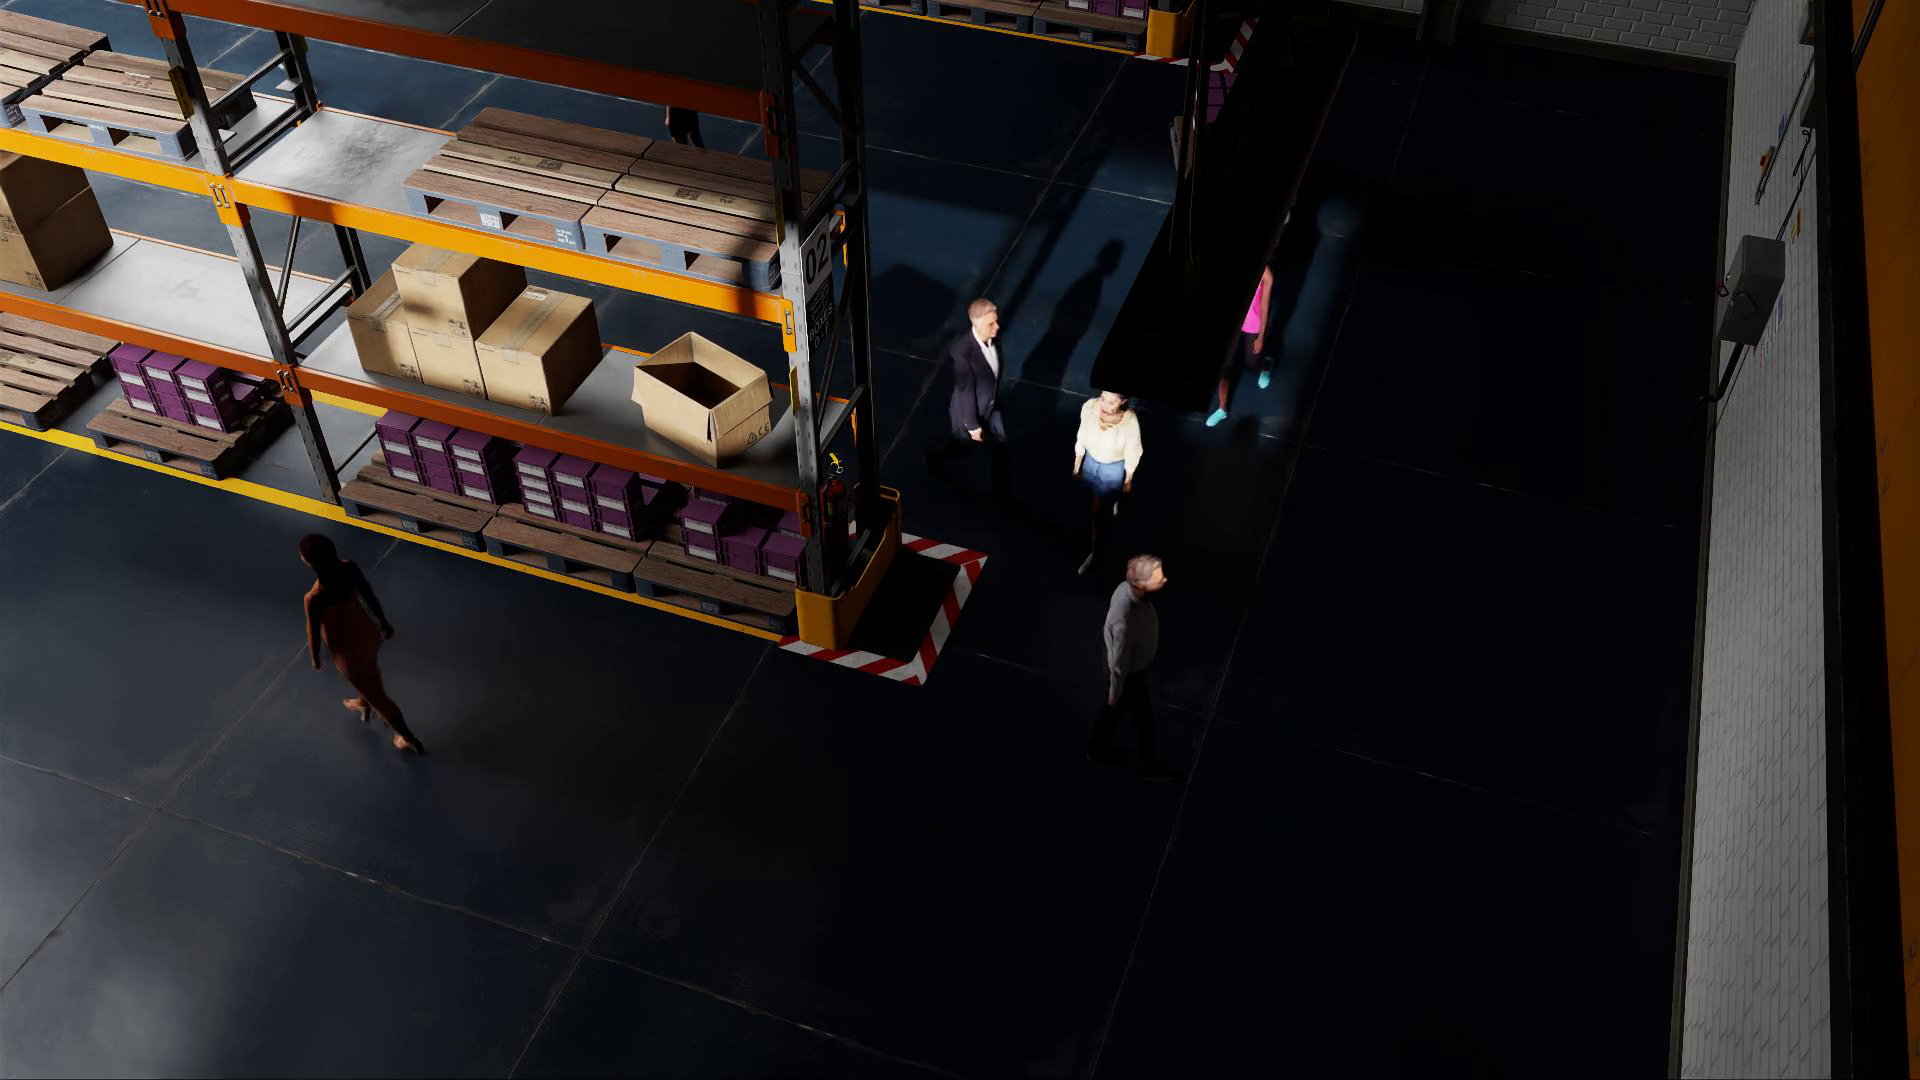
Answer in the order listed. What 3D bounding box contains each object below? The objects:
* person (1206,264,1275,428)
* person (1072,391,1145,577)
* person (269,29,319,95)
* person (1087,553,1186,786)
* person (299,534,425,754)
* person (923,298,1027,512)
[{"bbox_3d":[2.231,-1.664,12.696,1.002,1.704,0.817,29,51,27],"label":"person"},{"bbox_3d":[1.042,-0.520,11.562,1.008,1.612,0.902,28,50,26],"label":"person"},{"bbox_3d":[-6.663,-5.232,16.384,1.046,1.783,0.838,25,49,24],"label":"person"},{"bbox_3d":[0.939,0.755,10.085,0.919,1.802,0.767,8,44,8],"label":"person"},{"bbox_3d":[-3.602,0.696,10.146,0.935,1.805,0.667,18,47,18],"label":"person"},{"bbox_3d":[0.044,-1.001,11.939,1.200,1.788,0.932,32,52,29],"label":"person"}]
